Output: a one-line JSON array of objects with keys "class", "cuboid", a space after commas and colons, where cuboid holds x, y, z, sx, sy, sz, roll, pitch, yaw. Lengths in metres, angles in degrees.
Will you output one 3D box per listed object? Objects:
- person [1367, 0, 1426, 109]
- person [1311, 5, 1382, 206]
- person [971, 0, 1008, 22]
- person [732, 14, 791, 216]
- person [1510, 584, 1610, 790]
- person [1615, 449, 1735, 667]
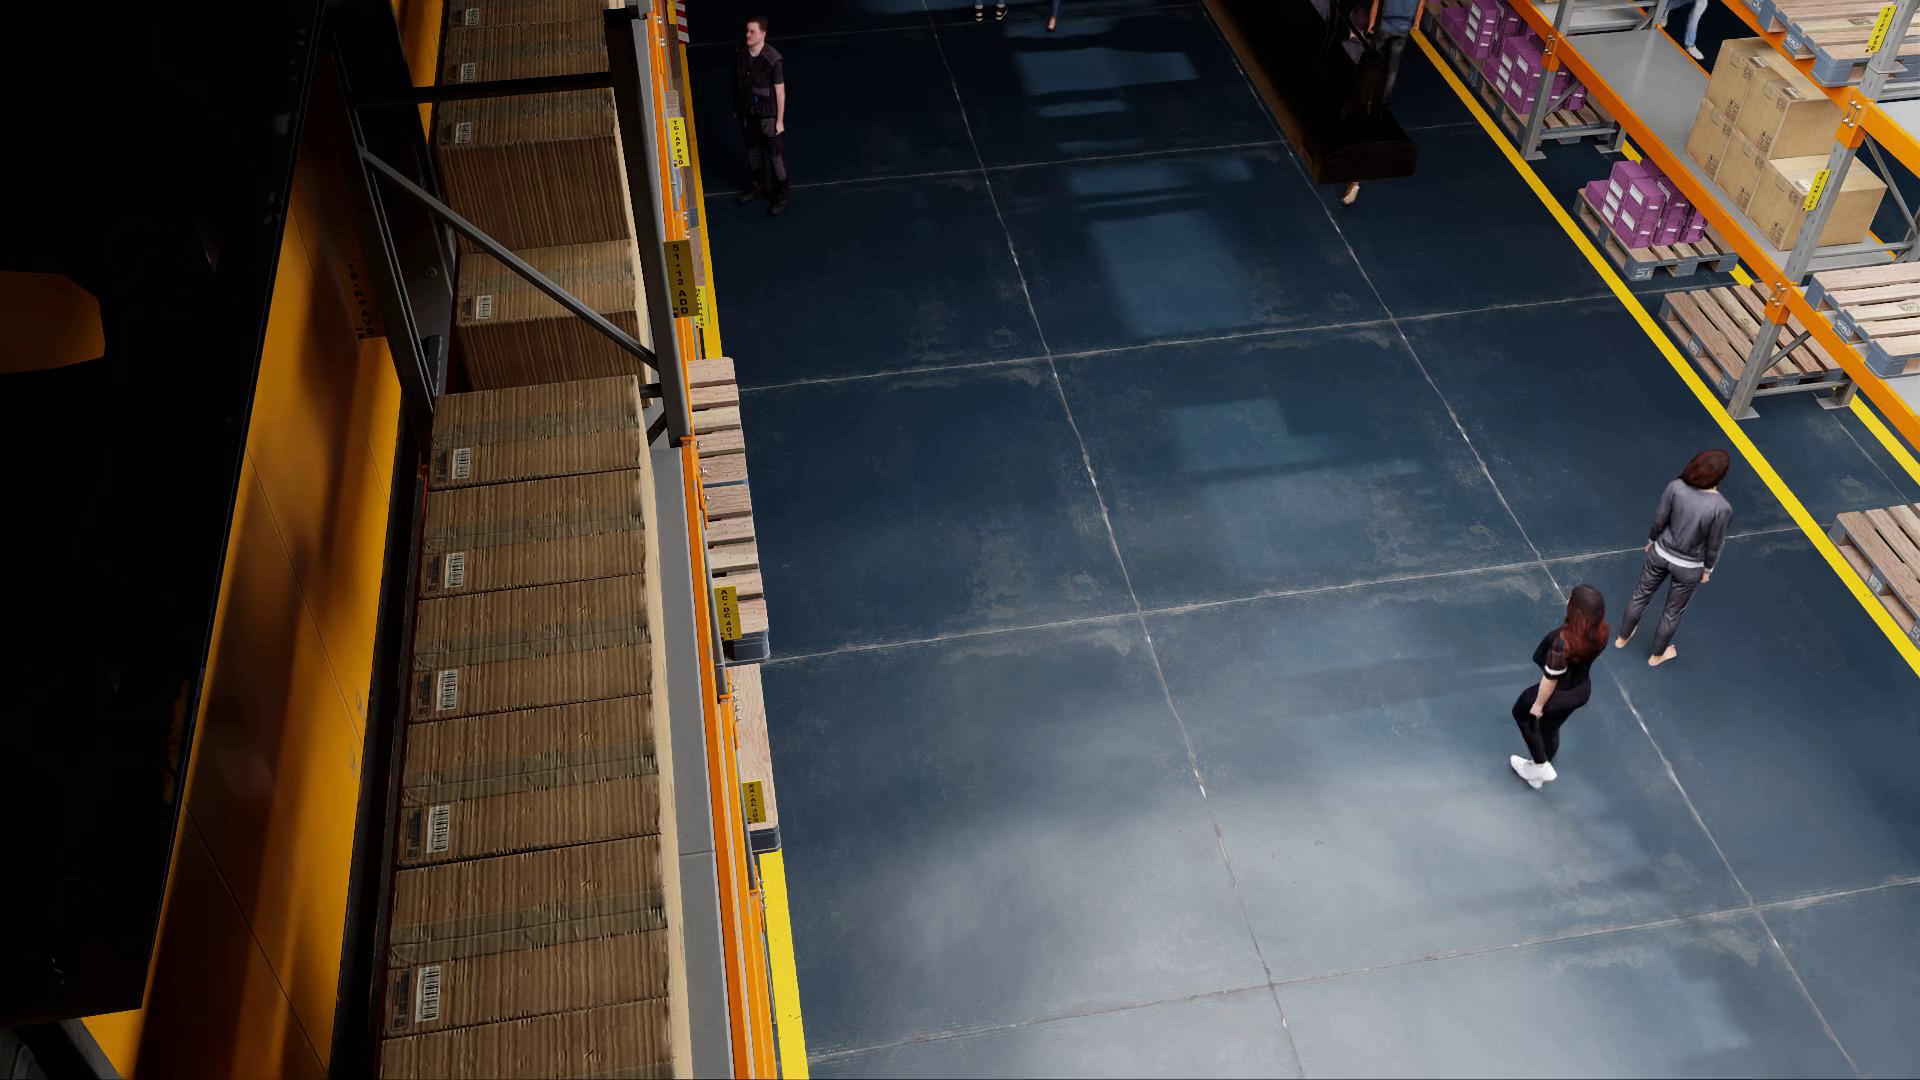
[{"class": "person", "cuboid": [4.208, -4.949, 16.107, 0.733, 1.798, 0.703, 2, 44, 2]}, {"class": "person", "cuboid": [3.491, -3.896, 14.990, 0.672, 1.814, 1.034, -8, 44, -9]}, {"class": "person", "cuboid": [0.309, -6.418, 17.632, 0.683, 1.821, 0.587, -2, 44, -2]}, {"class": "person", "cuboid": [-1.781, -3.823, 14.889, 0.789, 1.849, 0.837, 24, 48, 23]}, {"class": "person", "cuboid": [3.672, 0.958, 10.031, 0.704, 1.627, 0.721, -22, 48, -22]}, {"class": "person", "cuboid": [4.673, 0.109, 10.819, 0.654, 1.768, 0.751, 34, 53, 31]}]
